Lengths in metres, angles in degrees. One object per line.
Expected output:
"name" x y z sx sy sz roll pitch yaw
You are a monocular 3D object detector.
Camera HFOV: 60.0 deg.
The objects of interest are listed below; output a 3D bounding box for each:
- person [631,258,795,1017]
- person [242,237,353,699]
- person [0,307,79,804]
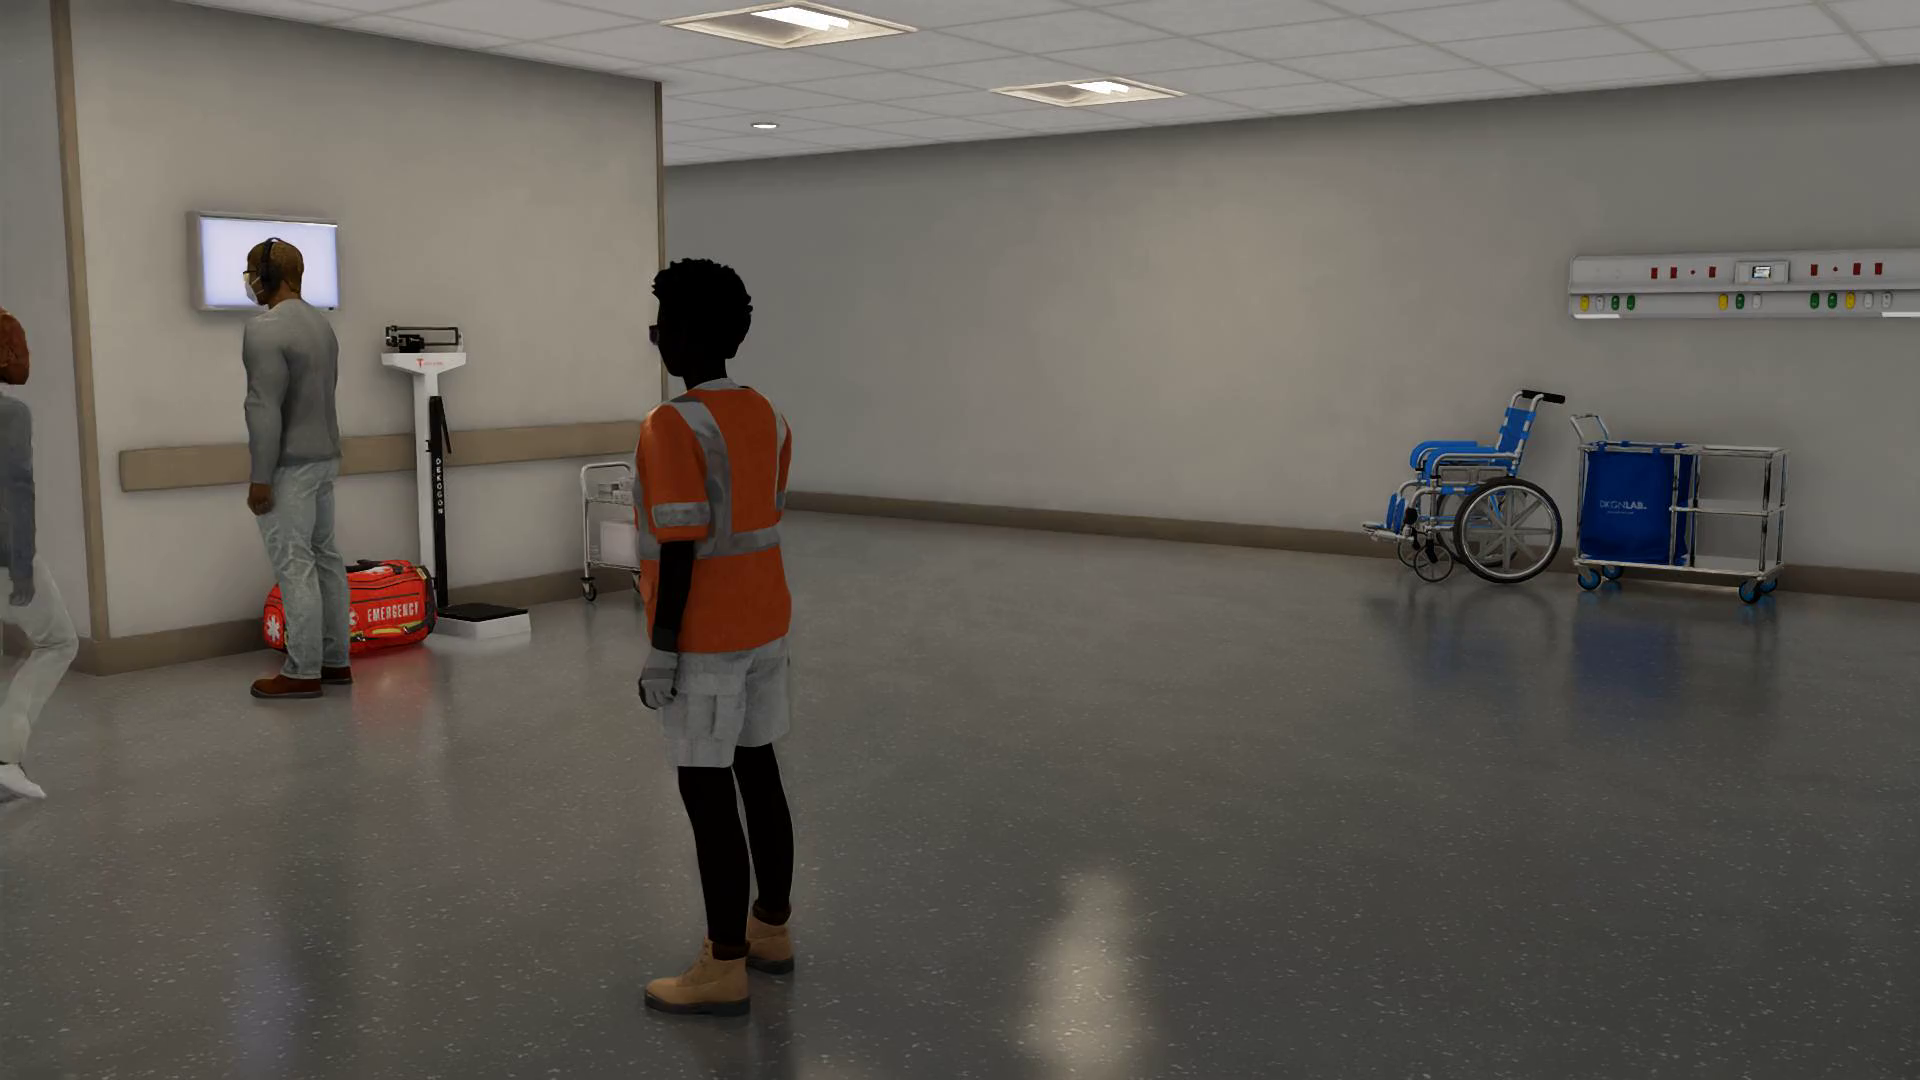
"person" -0.560 0.216 3.781 0.317 1.695 0.540 3 8 20
"person" -2.802 -0.297 7.010 0.367 1.932 0.623 0 7 1
"person" -3.074 0.061 5.333 0.493 1.615 0.360 3 8 22
